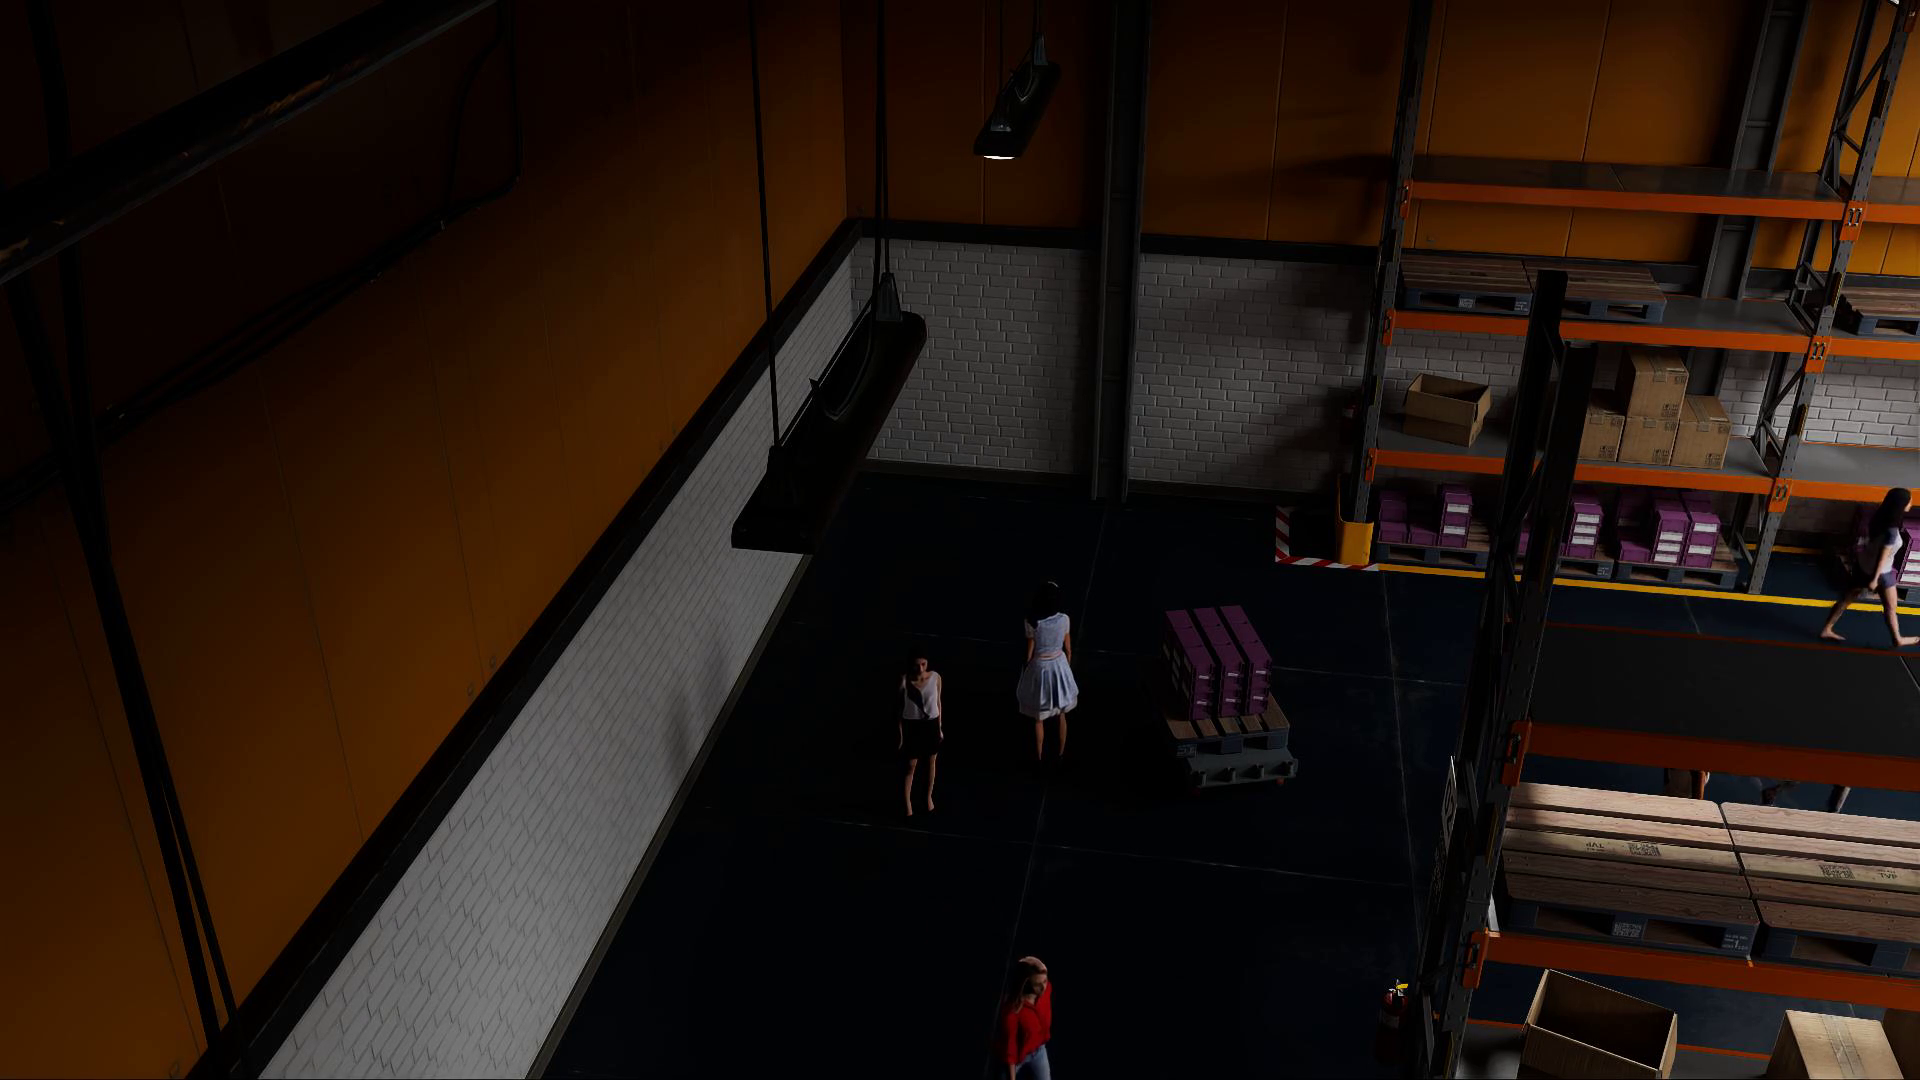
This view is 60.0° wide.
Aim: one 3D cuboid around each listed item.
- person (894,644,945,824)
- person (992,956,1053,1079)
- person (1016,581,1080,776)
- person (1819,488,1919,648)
[{"bbox_3d":[-0.329,1.552,13.440,0.595,1.648,0.699,-10,30,-18],"label":"person"},{"bbox_3d":[0.322,3.204,10.395,1.067,1.663,1.200,-24,37,-36],"label":"person"},{"bbox_3d":[0.726,1.164,13.977,0.782,1.815,0.867,-5,29,-9],"label":"person"},{"bbox_3d":[8.580,0.274,15.765,1.061,1.665,0.607,5,29,10],"label":"person"}]
